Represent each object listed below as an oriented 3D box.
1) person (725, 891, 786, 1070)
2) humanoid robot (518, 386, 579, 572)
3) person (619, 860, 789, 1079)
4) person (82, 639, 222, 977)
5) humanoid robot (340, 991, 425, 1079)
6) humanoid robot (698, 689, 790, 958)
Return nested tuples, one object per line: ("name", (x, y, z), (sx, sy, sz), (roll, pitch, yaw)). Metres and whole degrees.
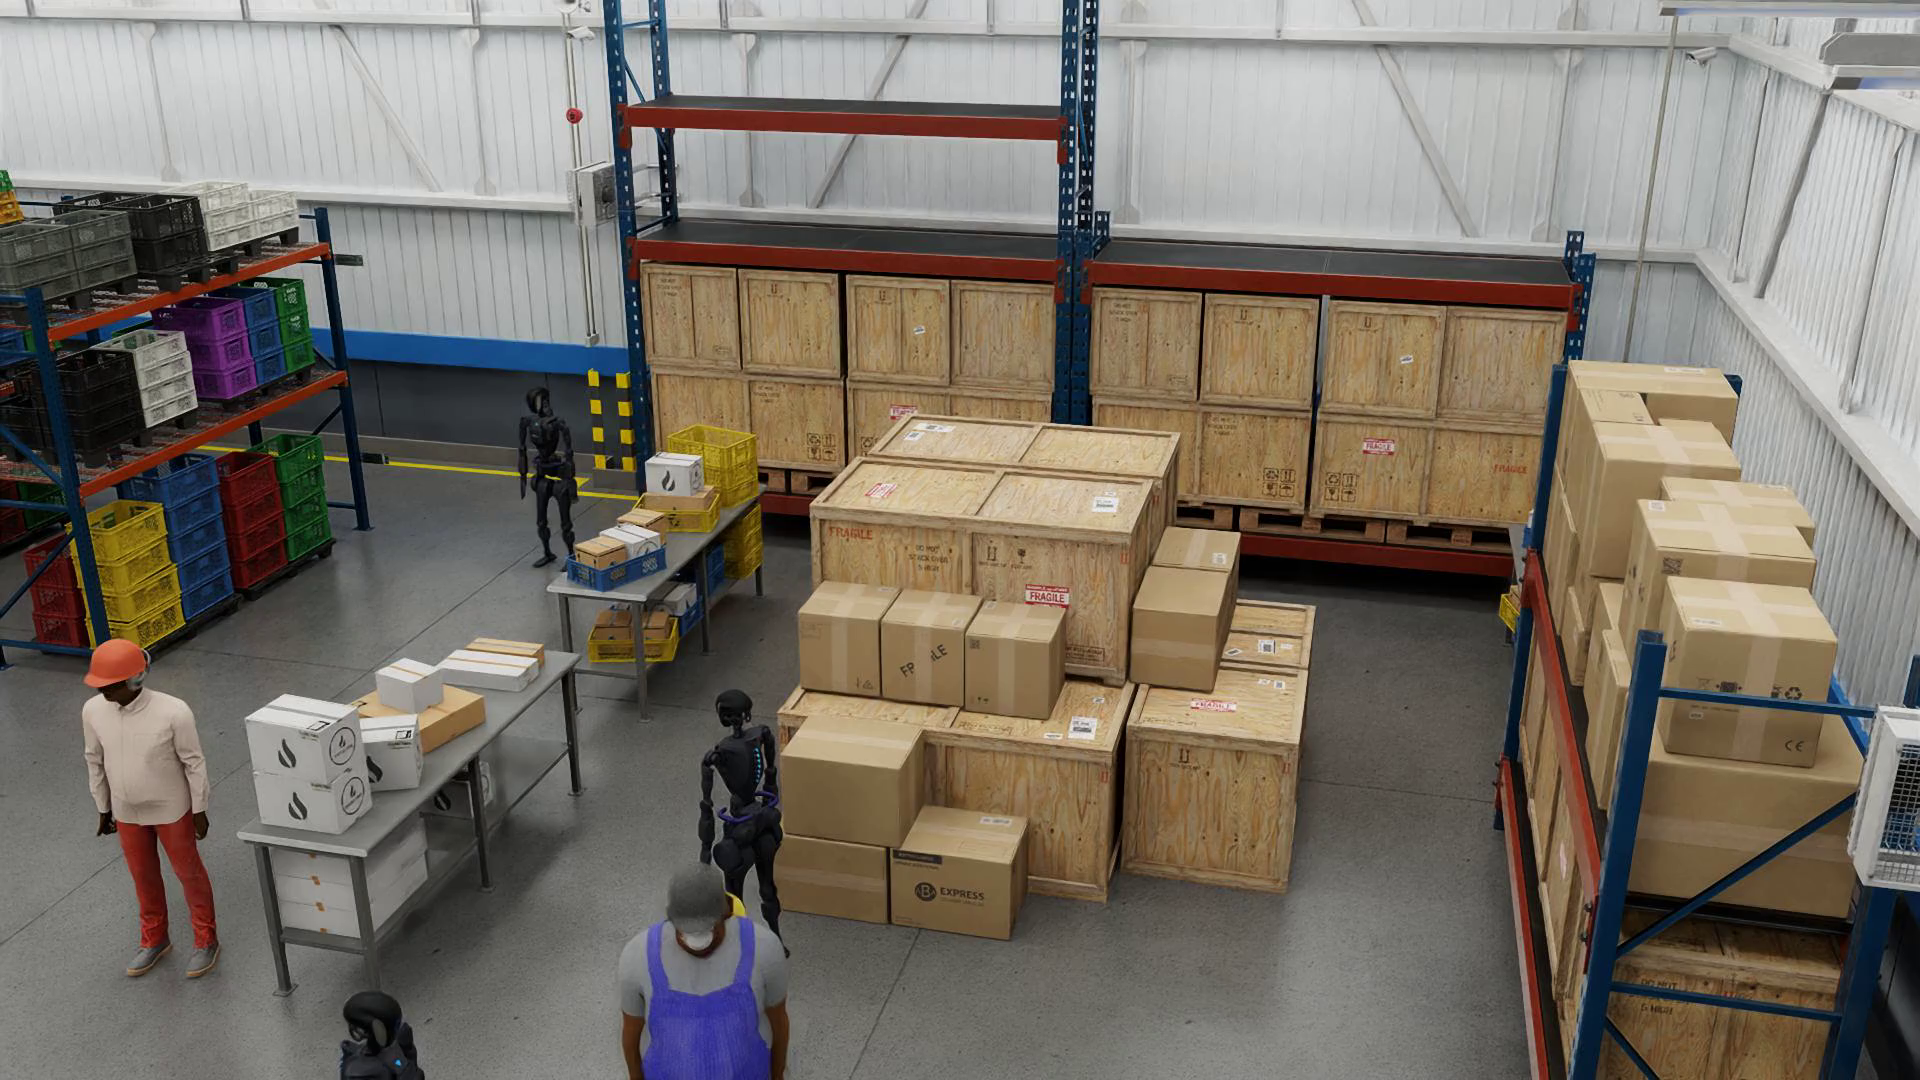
("person", (-1.015, 2.247, 7.092), (0.569, 1.758, 0.356), (-10, 23, -24))
("humanoid robot", (-3.565, -0.539, 14.474), (0.594, 1.650, 0.328), (8, 22, 20))
("person", (-1.026, 2.208, 6.792), (0.685, 2.000, 0.538), (-3, 21, -8))
("person", (-4.326, 1.432, 8.887), (0.621, 1.990, 0.388), (1, 21, 3))
("humanoid robot", (-2.243, 2.484, 6.571), (0.318, 1.653, 0.554), (3, 21, 9))
("humanoid robot", (-1.161, 1.566, 8.971), (0.308, 1.652, 0.579), (16, 26, 35))
